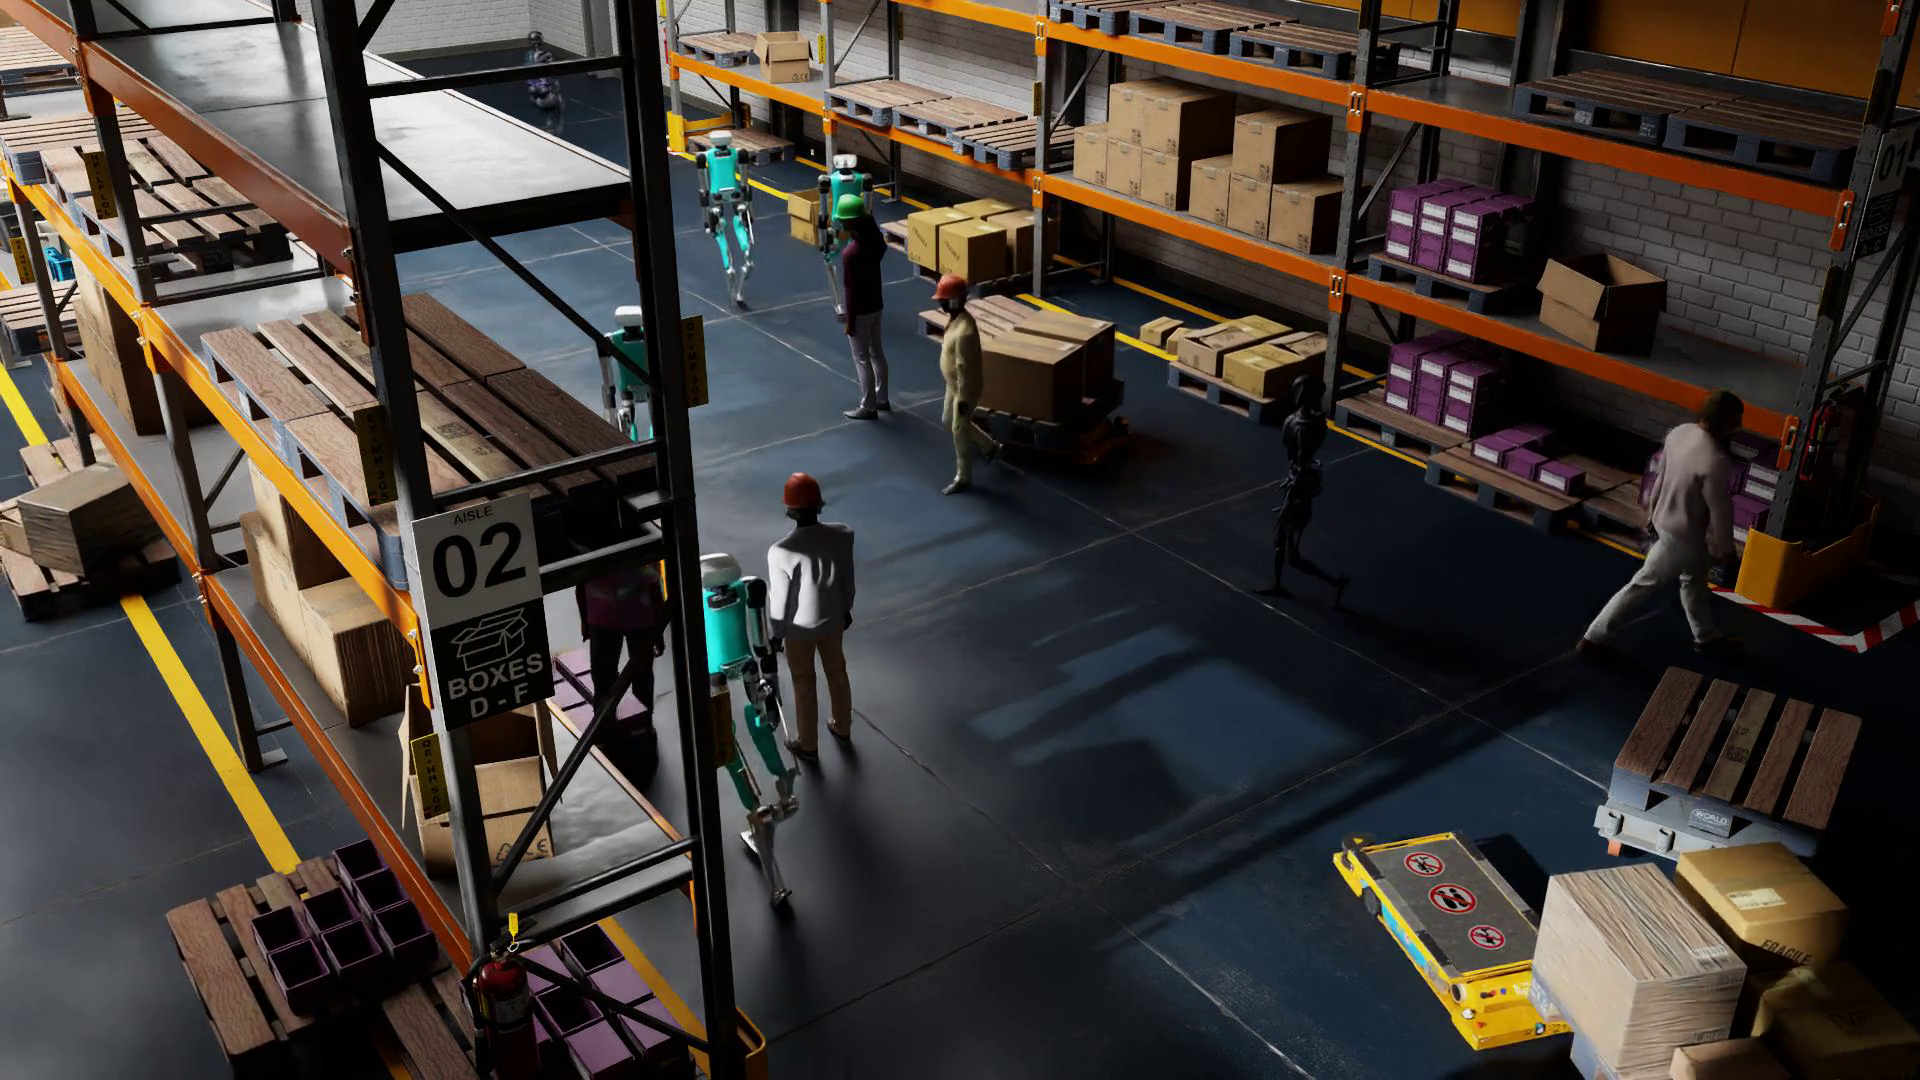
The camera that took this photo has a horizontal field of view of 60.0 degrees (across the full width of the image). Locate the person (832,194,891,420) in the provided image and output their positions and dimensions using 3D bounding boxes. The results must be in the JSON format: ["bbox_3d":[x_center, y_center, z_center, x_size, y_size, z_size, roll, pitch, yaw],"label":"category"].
[{"bbox_3d":[-0.836,-1.954,14.029,0.450,1.935,0.482,13,29,24],"label":"person"}]

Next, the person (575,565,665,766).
[{"bbox_3d":[-1.894,0.497,9.280,0.513,1.809,0.897,-4,27,-7],"label":"person"}]

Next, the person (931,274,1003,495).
[{"bbox_3d":[0.075,-1.209,12.765,0.556,1.727,0.585,-7,27,-13],"label":"person"}]

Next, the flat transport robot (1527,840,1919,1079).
[{"bbox_3d":[3.273,2.370,7.273,0.659,0.231,1.431,-5,27,-10],"label":"flat transport robot"}]

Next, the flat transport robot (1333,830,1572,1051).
[{"bbox_3d":[2.466,1.905,8.199,0.659,0.231,1.431,-7,28,-14],"label":"flat transport robot"}]

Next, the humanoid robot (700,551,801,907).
[{"bbox_3d":[-1.024,1.019,8.391,0.547,1.841,0.896,-17,31,-31],"label":"humanoid robot"}]

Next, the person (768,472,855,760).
[{"bbox_3d":[-0.855,0.430,9.481,0.572,1.746,0.344,-20,33,-34],"label":"person"}]

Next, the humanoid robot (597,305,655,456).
[{"bbox_3d":[-2.238,-0.715,11.829,0.533,1.753,1.049,-6,27,-12],"label":"humanoid robot"}]

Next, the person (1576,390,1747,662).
[{"bbox_3d":[4.484,-0.065,10.348,1.096,1.878,0.620,2,27,3],"label":"person"}]

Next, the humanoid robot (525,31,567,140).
[{"bbox_3d":[-5.587,-6.004,22.380,0.601,1.644,0.329,15,31,28],"label":"humanoid robot"}]

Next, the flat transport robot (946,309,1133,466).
[{"bbox_3d":[0.655,-0.949,13.875,1.431,0.231,0.659,15,31,28],"label":"flat transport robot"}]

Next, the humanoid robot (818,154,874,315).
[{"bbox_3d":[-1.136,-2.922,16.146,0.540,1.734,0.966,-6,27,-12],"label":"humanoid robot"}]

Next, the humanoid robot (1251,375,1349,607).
[{"bbox_3d":[2.330,-0.330,11.090,0.647,1.634,0.602,5,27,11],"label":"humanoid robot"}]

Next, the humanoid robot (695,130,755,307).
[{"bbox_3d":[-2.270,-3.098,16.581,0.545,1.848,0.740,-10,28,-18],"label":"humanoid robot"}]
